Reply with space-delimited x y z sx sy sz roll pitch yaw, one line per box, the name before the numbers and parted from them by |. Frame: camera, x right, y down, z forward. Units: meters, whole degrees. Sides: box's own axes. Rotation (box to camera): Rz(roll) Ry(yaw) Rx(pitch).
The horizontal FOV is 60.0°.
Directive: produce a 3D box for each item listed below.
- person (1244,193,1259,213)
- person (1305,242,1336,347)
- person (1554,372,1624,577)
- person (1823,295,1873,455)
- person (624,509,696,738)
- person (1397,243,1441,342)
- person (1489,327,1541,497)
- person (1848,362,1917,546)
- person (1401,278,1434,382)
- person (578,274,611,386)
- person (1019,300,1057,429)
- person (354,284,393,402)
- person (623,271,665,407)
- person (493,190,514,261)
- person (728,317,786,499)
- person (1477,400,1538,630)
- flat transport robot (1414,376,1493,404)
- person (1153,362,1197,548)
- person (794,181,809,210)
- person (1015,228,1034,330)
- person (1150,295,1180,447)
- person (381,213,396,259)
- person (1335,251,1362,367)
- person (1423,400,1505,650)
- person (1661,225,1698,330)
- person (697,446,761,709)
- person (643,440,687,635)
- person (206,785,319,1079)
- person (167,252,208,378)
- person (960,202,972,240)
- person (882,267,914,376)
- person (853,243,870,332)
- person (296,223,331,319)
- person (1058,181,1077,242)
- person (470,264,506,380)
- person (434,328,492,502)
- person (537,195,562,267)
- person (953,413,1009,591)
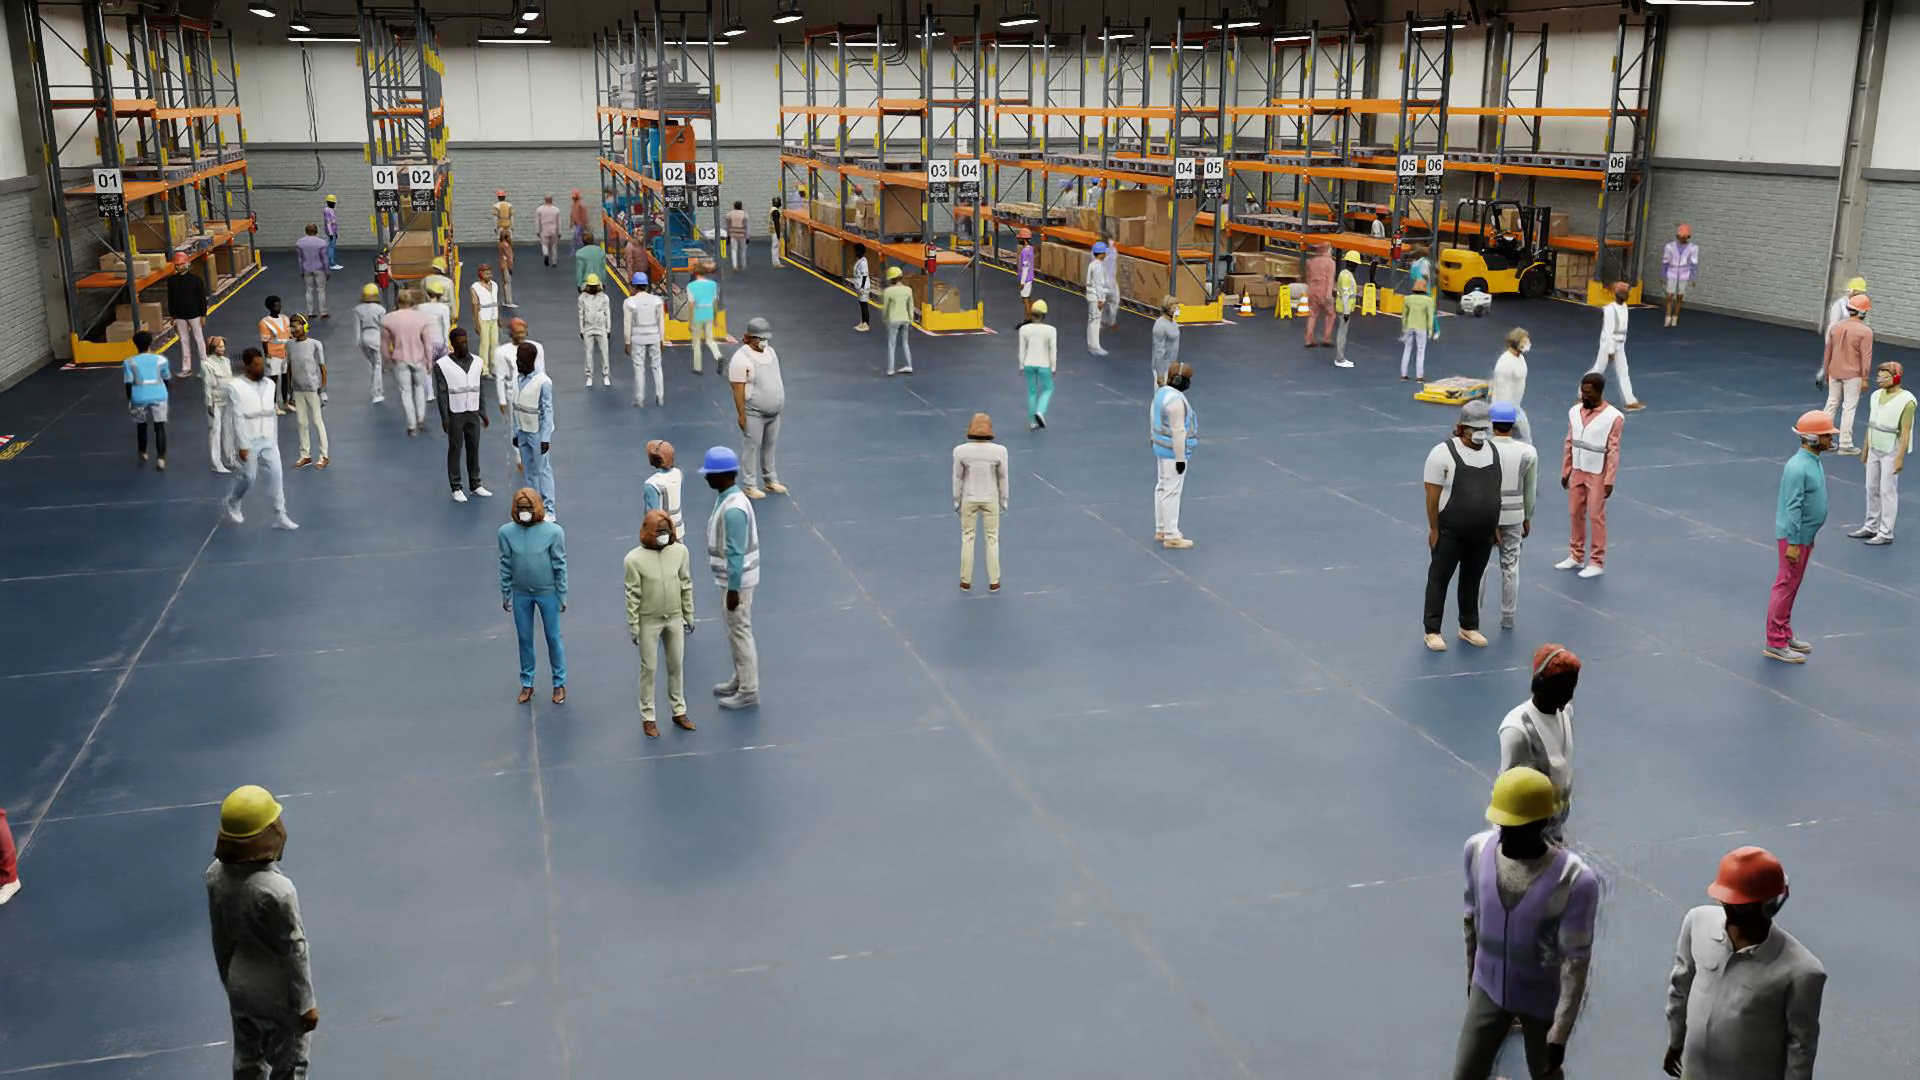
person | 8.314 -9.072 47.644 0.493 1.743 0.311 13 20 41
person | 6.504 -4.386 29.764 0.754 1.868 0.659 -9 17 -31
person | 5.884 -0.621 15.536 0.398 1.908 0.598 -8 17 -27
person | 11.116 -2.070 20.815 0.396 1.992 0.623 -6 16 -23
person | -2.084 0.572 11.584 0.502 1.625 0.294 -11 18 -35
person | 8.478 -4.550 30.522 0.889 1.808 0.518 -7 17 -25
person | 6.181 -1.390 18.415 0.811 1.906 0.652 10 18 33
person | 9.243 -0.868 16.610 0.405 1.832 0.572 -2 15 -8
person | 7.182 -3.293 26.127 0.511 1.627 0.289 11 19 37
person | -5.648 -3.252 25.765 0.486 1.738 0.321 -2 15 -9
person | 1.033 -2.329 22.259 0.527 1.757 0.433 5 16 17
person | -8.605 -2.932 24.591 0.503 1.710 0.771 2 15 9
person | -4.547 -2.892 24.002 0.609 1.944 0.410 -8 17 -26
person | -12.458 -8.568 45.382 0.548 1.934 0.376 -10 18 -34
person | -2.214 -1.485 18.524 0.535 2.000 0.685 9 18 32
person | 4.473 -0.199 13.863 0.601 1.948 0.387 2 15 7
flat transport robot | 7.402 -2.243 24.770 0.652 0.197 1.431 13 20 41
person | 2.134 -0.850 16.530 0.430 1.838 0.619 -2 15 -7
person | -4.739 -9.978 50.781 0.832 1.883 0.585 -13 20 -40
person | 1.243 -5.023 32.029 0.350 1.942 0.547 3 15 11
person | 2.626 -2.154 21.238 0.354 1.937 0.635 6 16 21
person | -15.848 -8.714 46.111 0.429 1.841 0.634 -10 18 -32
person | 6.427 -3.836 27.610 0.380 1.917 0.586 3 15 13
person | 4.086 -0.119 13.383 0.674 2.000 0.537 -4 15 -14
person | 13.848 -5.049 32.030 0.631 1.986 1.039 7 16 23
person | -1.673 0.265 12.145 0.429 1.937 0.628 -3 15 -13
person | -2.445 -0.027 13.798 0.309 1.645 0.515 5 16 18
person | -2.776 1.808 6.700 0.492 1.746 0.284 8 17 28
person | -12.311 -3.582 26.501 0.622 1.993 0.384 1 15 5
person | 0.210 -10.416 52.507 0.345 1.846 0.508 6 16 22
person | -1.013 -3.521 26.745 0.514 1.741 0.425 -11 19 -36
person | -1.880 -4.830 31.776 0.320 1.693 0.531 -3 15 -11
person | -13.024 -5.417 33.546 0.622 1.932 0.368 -1 15 -3
person | 3.349 -10.074 51.126 0.625 1.901 0.992 10 18 32
person | -7.496 -3.450 26.333 0.411 1.831 0.571 6 16 22
person | -5.511 -1.398 18.438 0.392 1.917 0.593 12 19 38
person | -10.820 -8.135 43.845 0.661 1.886 0.636 -3 15 -10
person | 0.186 -0.336 14.998 0.502 1.627 0.271 0 15 1
